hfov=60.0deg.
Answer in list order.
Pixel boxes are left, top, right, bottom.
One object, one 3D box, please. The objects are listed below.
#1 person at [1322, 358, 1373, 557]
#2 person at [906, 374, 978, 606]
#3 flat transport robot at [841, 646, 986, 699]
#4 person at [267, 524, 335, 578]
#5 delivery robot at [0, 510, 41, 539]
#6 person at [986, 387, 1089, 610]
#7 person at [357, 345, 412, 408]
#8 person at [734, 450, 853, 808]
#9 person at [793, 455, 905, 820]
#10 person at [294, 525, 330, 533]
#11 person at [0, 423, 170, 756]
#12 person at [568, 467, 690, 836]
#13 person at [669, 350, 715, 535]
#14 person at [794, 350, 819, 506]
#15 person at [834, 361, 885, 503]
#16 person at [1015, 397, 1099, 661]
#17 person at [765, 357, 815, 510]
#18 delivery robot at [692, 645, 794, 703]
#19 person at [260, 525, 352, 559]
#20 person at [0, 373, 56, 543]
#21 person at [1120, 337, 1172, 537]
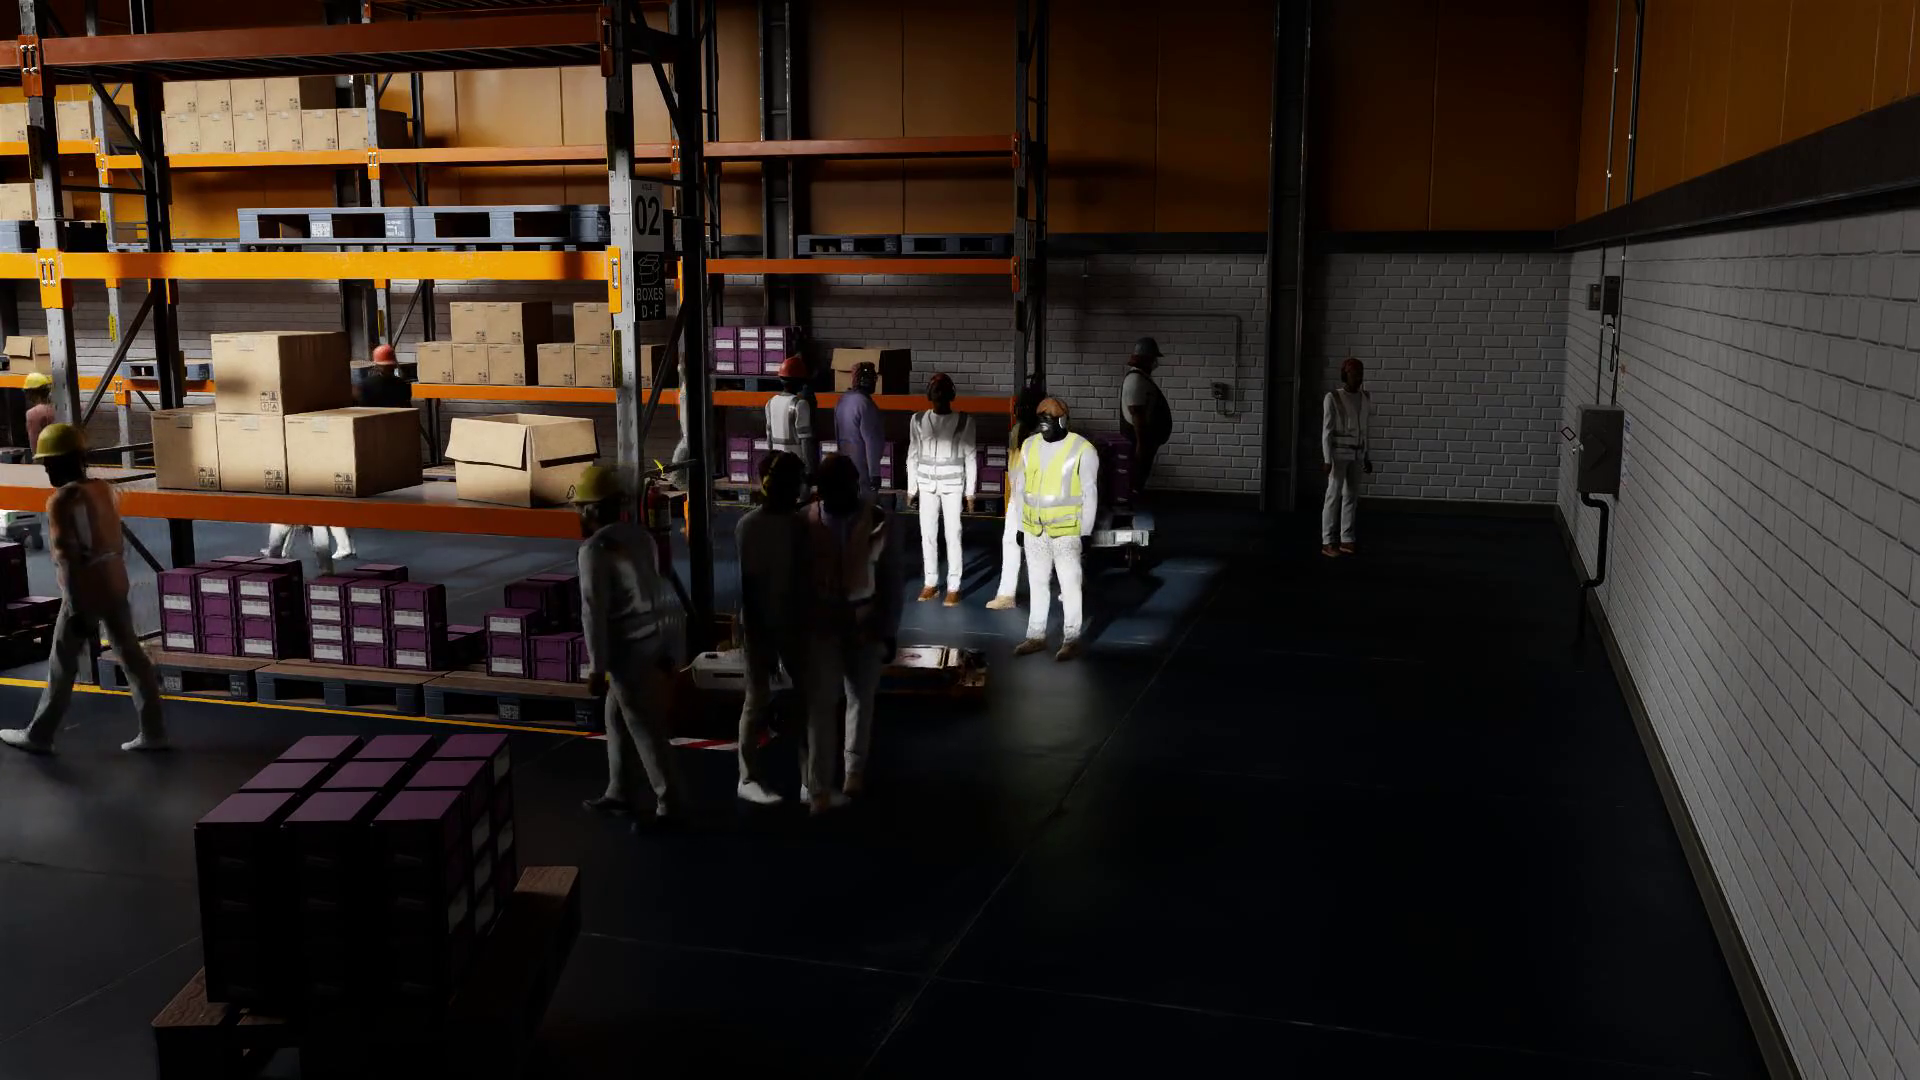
[{"bbox_3d":[3.686,-0.785,15.825,0.578,1.882,0.346,-5,11,-29],"label":"person"},{"bbox_3d":[-0.139,-0.407,13.581,0.598,1.882,0.521,3,10,19],"label":"person"},{"bbox_3d":[-0.550,0.846,10.788,1.431,0.197,0.652,0,9,2],"label":"flat transport robot"},{"bbox_3d":[-5.763,-0.560,14.424,0.958,1.905,0.641,7,12,38],"label":"person"},{"bbox_3d":[-9.264,-0.222,16.152,0.707,0.478,0.477,6,11,32],"label":"delivery robot"},{"bbox_3d":[0.651,-0.348,13.444,0.942,1.799,0.624,-8,12,-39],"label":"person"},{"bbox_3d":[-6.056,-1.087,17.510,0.598,1.944,0.970,-7,12,-36],"label":"person"},{"bbox_3d":[-0.862,0.466,8.332,0.764,1.837,0.520,6,11,34],"label":"person"},{"bbox_3d":[-0.584,0.484,8.329,0.616,1.797,0.917,0,9,-1],"label":"person"},{"bbox_3d":[-6.732,-0.983,17.188,0.404,1.834,0.591,1,9,8],"label":"person"},{"bbox_3d":[-4.927,0.288,9.293,0.967,1.872,0.628,1,9,8],"label":"person"},{"bbox_3d":[-1.597,0.539,8.130,0.668,1.778,0.599,2,10,13],"label":"person"},{"bbox_3d":[-2.720,-0.989,16.927,0.438,1.928,0.652,1,9,9],"label":"person"},{"bbox_3d":[-1.548,-0.882,16.253,0.353,1.937,0.635,-3,10,-19],"label":"person"},{"bbox_3d":[-0.861,-0.642,14.886,0.401,1.907,0.648,-5,11,-29],"label":"person"},{"bbox_3d":[0.650,-0.079,11.651,0.634,1.841,0.429,6,11,33],"label":"person"},{"bbox_3d":[-1.503,-0.680,15.021,0.548,1.937,0.358,8,12,42],"label":"person"},{"bbox_3d":[-1.229,0.799,9.928,0.707,0.478,0.477,1,9,3],"label":"delivery robot"},{"bbox_3d":[-6.130,-0.590,15.552,0.905,1.580,0.527,3,10,15],"label":"person"},{"bbox_3d":[-8.923,-0.757,16.152,0.920,1.712,0.538,1,9,6],"label":"person"},{"bbox_3d":[1.901,-1.059,17.017,0.536,2.000,0.688,1,9,6],"label":"person"}]
